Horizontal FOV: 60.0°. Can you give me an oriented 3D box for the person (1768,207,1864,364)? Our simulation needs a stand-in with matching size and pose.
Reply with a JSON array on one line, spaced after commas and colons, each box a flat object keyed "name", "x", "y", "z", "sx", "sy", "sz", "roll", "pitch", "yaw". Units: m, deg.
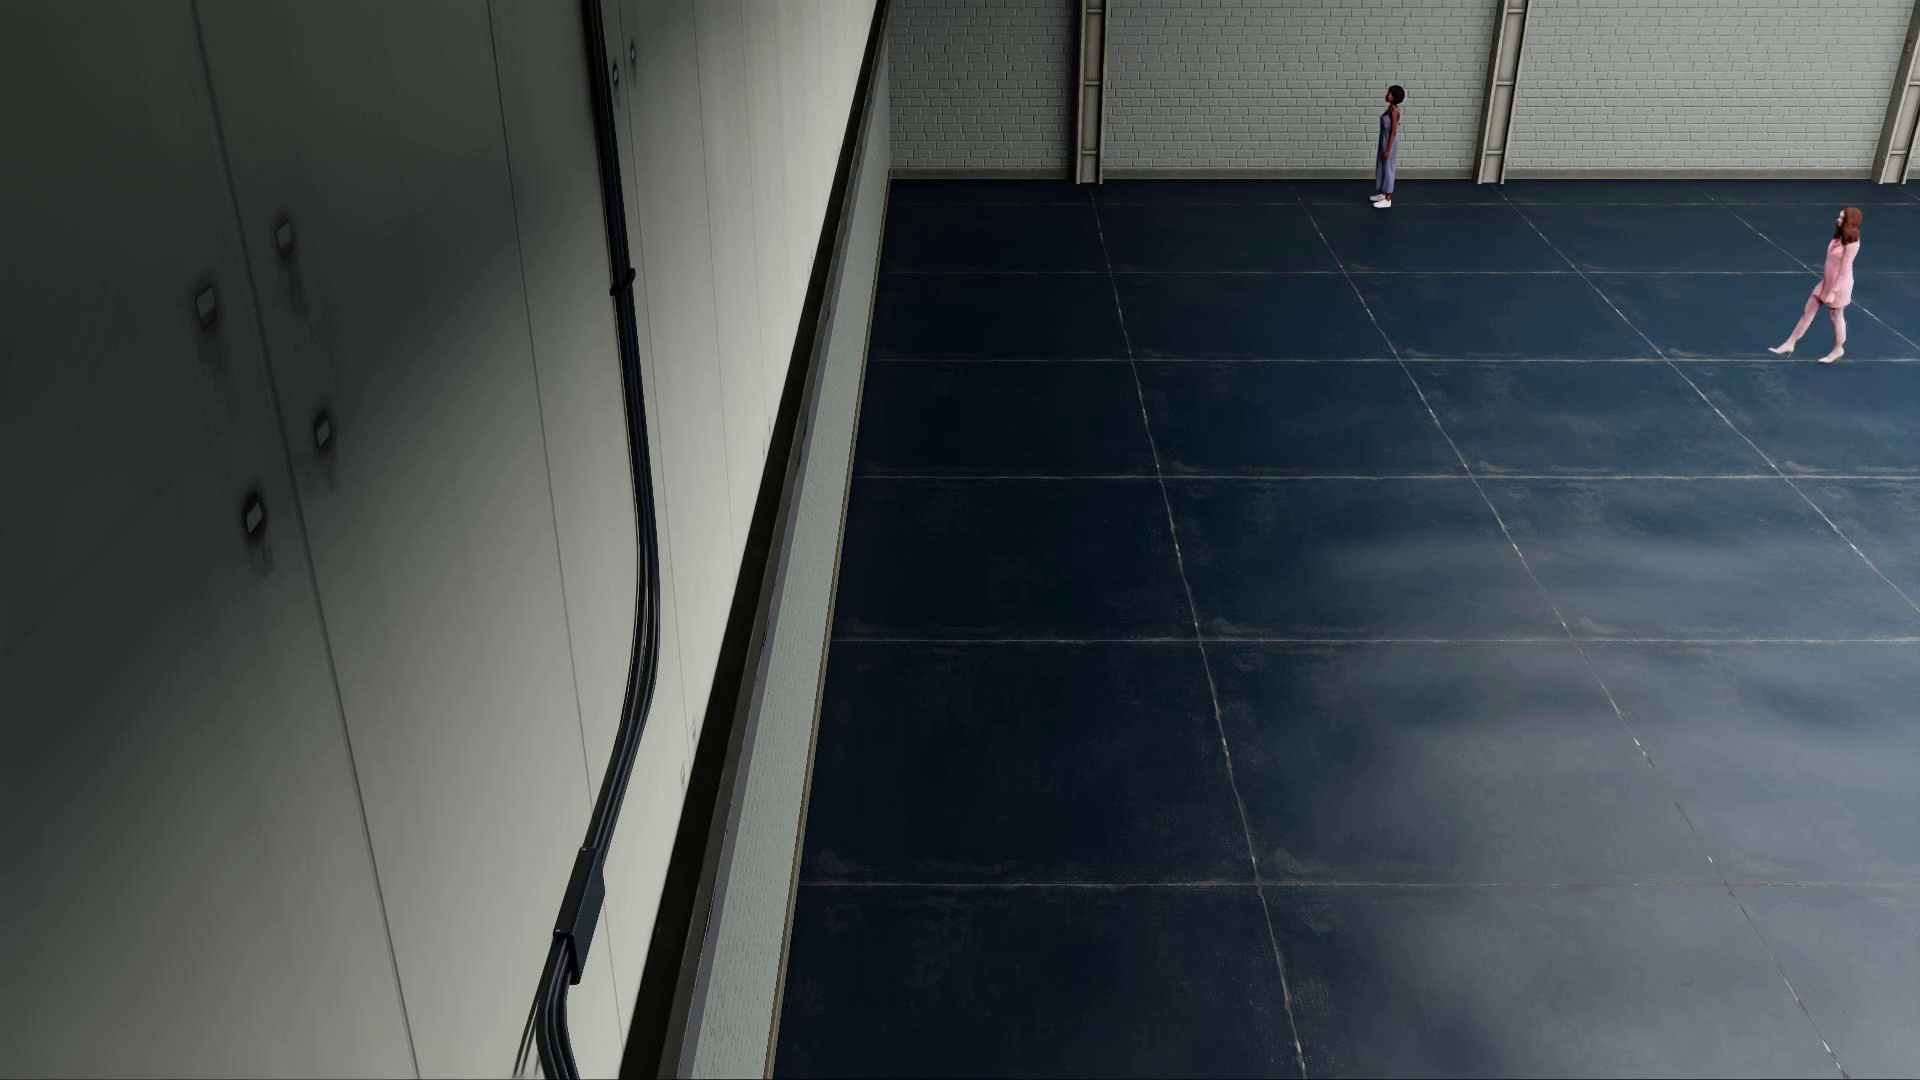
[{"name": "person", "x": 9.608, "y": -2.733, "z": 18.094, "sx": 1.022, "sy": 1.769, "sz": 0.673, "roll": 2, "pitch": 28, "yaw": 3}]

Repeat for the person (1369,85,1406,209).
[{"name": "person", "x": 6.052, "y": -5.571, "z": 23.502, "sx": 0.520, "sy": 1.695, "sz": 0.593, "roll": 2, "pitch": 28, "yaw": 4}]
